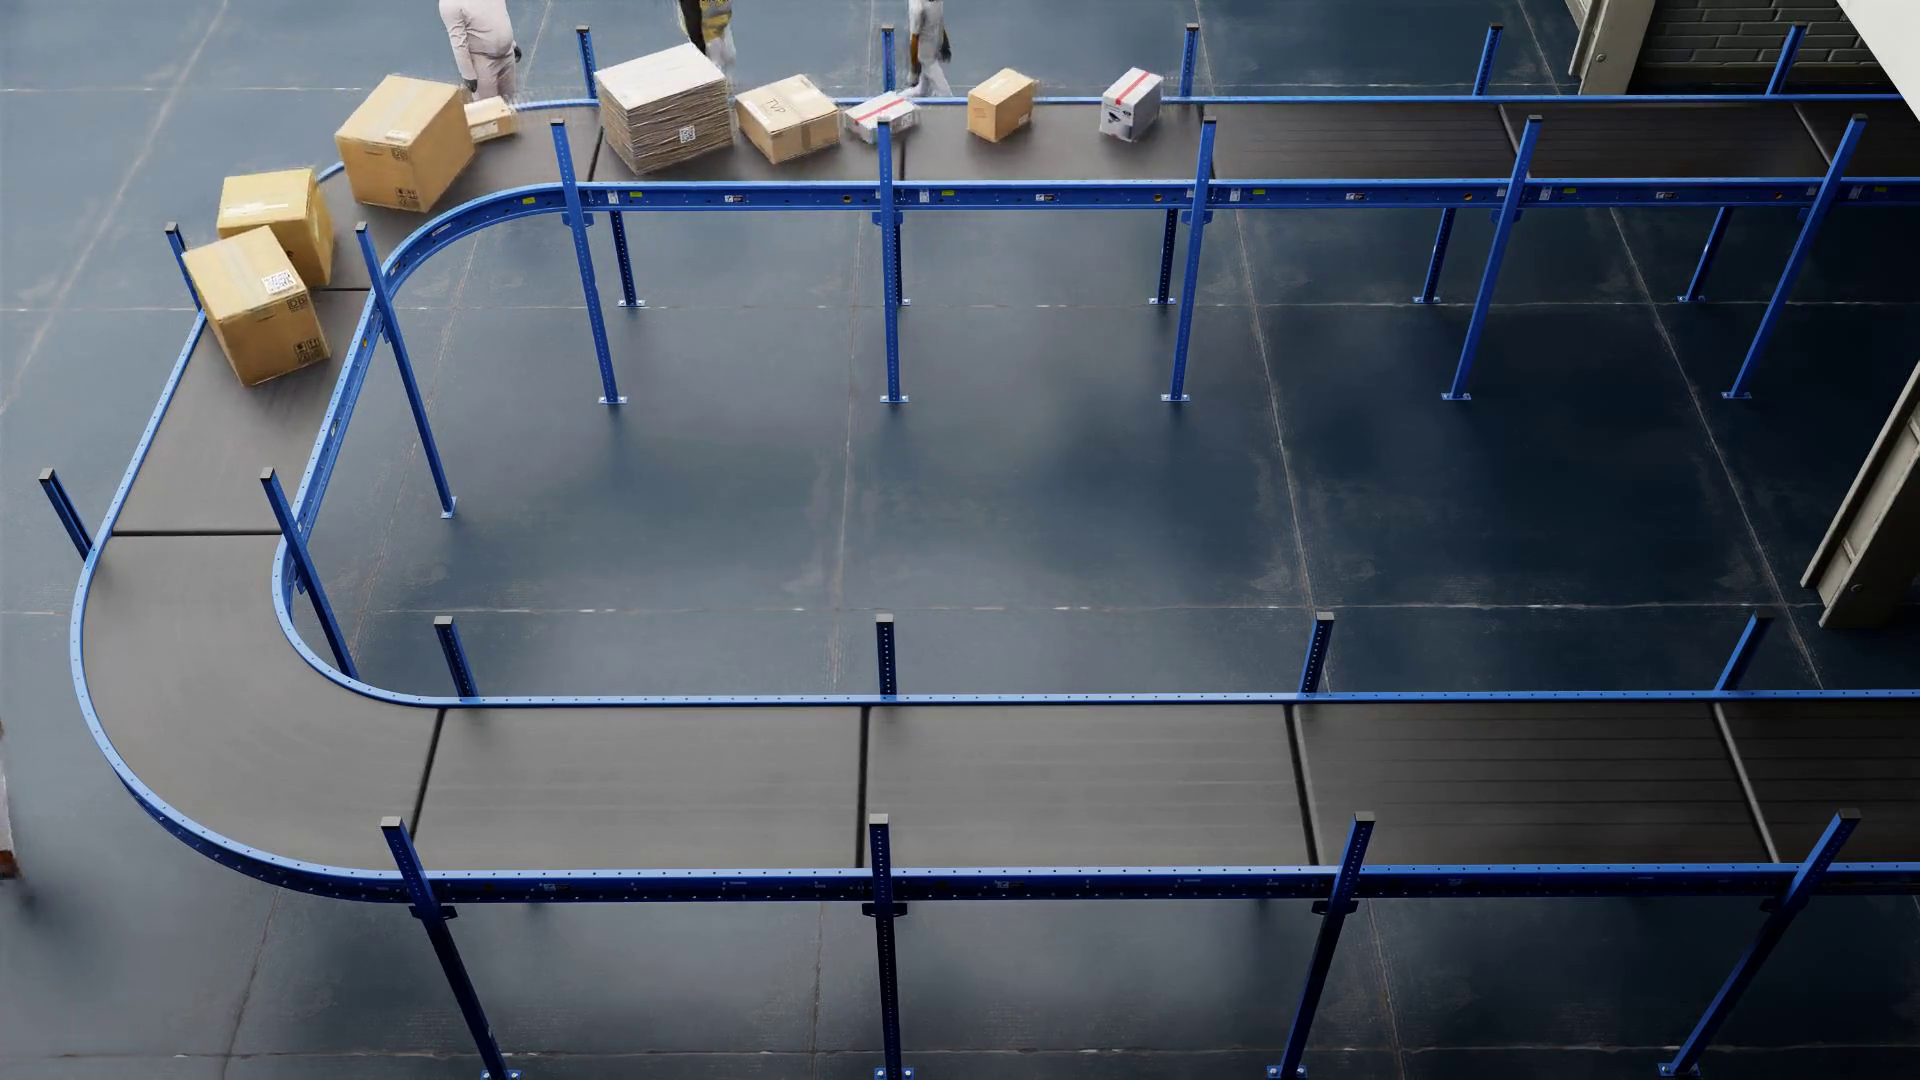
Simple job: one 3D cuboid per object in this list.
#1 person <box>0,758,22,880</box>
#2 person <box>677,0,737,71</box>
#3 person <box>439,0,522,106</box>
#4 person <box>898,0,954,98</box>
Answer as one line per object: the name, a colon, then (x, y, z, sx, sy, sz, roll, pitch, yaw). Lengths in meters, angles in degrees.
person: (-5.381, 1.042, 8.993, 0.604, 1.917, 0.828, -15, 49, -14)
person: (-2.076, -4.172, 13.918, 0.495, 1.832, 0.645, 7, 47, 7)
person: (-3.691, -3.805, 13.522, 0.409, 1.913, 0.650, 19, 50, 17)
person: (-0.311, -3.878, 13.647, 0.859, 1.838, 0.516, 7, 47, 7)
